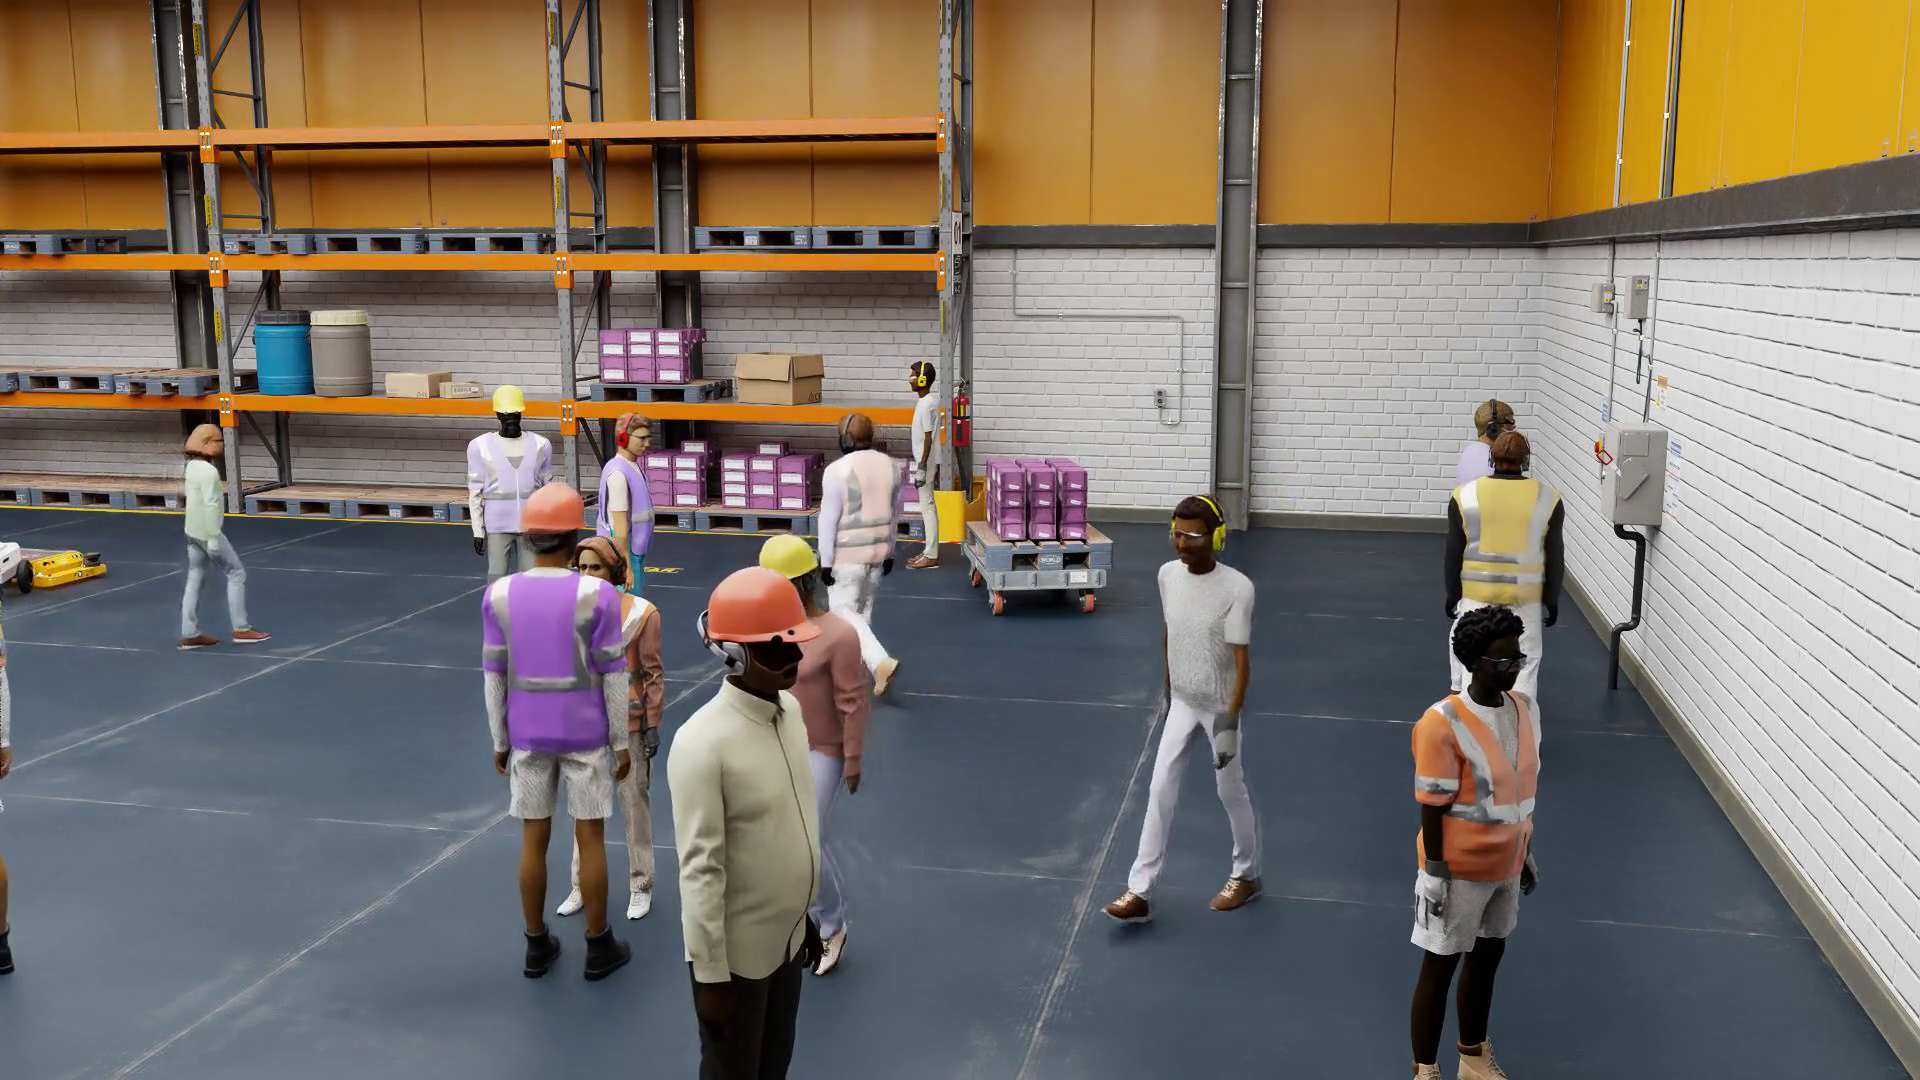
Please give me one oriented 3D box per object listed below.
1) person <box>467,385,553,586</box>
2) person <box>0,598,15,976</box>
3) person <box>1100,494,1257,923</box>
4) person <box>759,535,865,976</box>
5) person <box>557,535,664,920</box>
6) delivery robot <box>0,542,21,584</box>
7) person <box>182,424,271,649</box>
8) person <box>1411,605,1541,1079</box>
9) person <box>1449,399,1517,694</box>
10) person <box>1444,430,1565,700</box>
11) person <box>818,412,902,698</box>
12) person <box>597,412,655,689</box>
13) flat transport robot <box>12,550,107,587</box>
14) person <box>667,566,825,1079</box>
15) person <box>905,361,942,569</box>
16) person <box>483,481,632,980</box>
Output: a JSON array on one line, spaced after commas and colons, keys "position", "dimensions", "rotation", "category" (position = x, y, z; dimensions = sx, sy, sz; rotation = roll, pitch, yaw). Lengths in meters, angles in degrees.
[{"position": [-3.075, -0.106, 11.472], "dimensions": [0.587, 1.927, 0.369], "rotation": [-6, 11, -30], "category": "person"}, {"position": [-3.916, 0.762, 6.323], "dimensions": [0.386, 1.929, 0.552], "rotation": [6, 12, 34], "category": "person"}, {"position": [0.958, 0.718, 6.907], "dimensions": [0.586, 1.819, 0.929], "rotation": [9, 13, 44], "category": "person"}, {"position": [-0.629, 0.836, 6.462], "dimensions": [0.521, 1.740, 0.428], "rotation": [7, 12, 35], "category": "person"}, {"position": [-1.497, 0.787, 7.033], "dimensions": [0.518, 1.640, 0.307], "rotation": [2, 10, 10], "category": "person"}, {"position": [-7.928, 0.180, 13.555], "dimensions": [0.477, 0.478, 0.707], "rotation": [-3, 10, -16], "category": "delivery robot"}, {"position": [-5.315, -0.033, 11.957], "dimensions": [0.690, 1.605, 0.523], "rotation": [-8, 13, -41], "category": "person"}, {"position": [1.664, 1.041, 5.360], "dimensions": [0.535, 1.697, 0.318], "rotation": [-7, 12, -34], "category": "person"}, {"position": [3.213, 0.104, 10.193], "dimensions": [0.373, 1.940, 0.628], "rotation": [1, 10, 4], "category": "person"}, {"position": [3.019, 0.310, 9.262], "dimensions": [0.634, 1.841, 0.429], "rotation": [3, 10, 17], "category": "person"}, {"position": [-0.628, 0.096, 10.599], "dimensions": [0.783, 1.822, 0.646], "rotation": [9, 13, 42], "category": "person"}, {"position": [-2.081, 0.119, 10.400], "dimensions": [0.390, 1.835, 0.572], "rotation": [-1, 10, -5], "category": "person"}, {"position": [-8.255, 0.224, 14.412], "dimensions": [1.431, 0.197, 0.652], "rotation": [2, 10, 11], "category": "flat transport robot"}, {"position": [-0.535, 1.052, 4.407], "dimensions": [0.378, 1.996, 0.610], "rotation": [3, 10, 18], "category": "person"}, {"position": [-0.331, -0.674, 15.005], "dimensions": [0.329, 1.872, 0.508], "rotation": [1, 10, 4], "category": "person"}, {"position": [-1.541, 0.738, 6.448], "dimensions": [0.552, 1.933, 0.377], "rotation": [1, 10, 4], "category": "person"}]
